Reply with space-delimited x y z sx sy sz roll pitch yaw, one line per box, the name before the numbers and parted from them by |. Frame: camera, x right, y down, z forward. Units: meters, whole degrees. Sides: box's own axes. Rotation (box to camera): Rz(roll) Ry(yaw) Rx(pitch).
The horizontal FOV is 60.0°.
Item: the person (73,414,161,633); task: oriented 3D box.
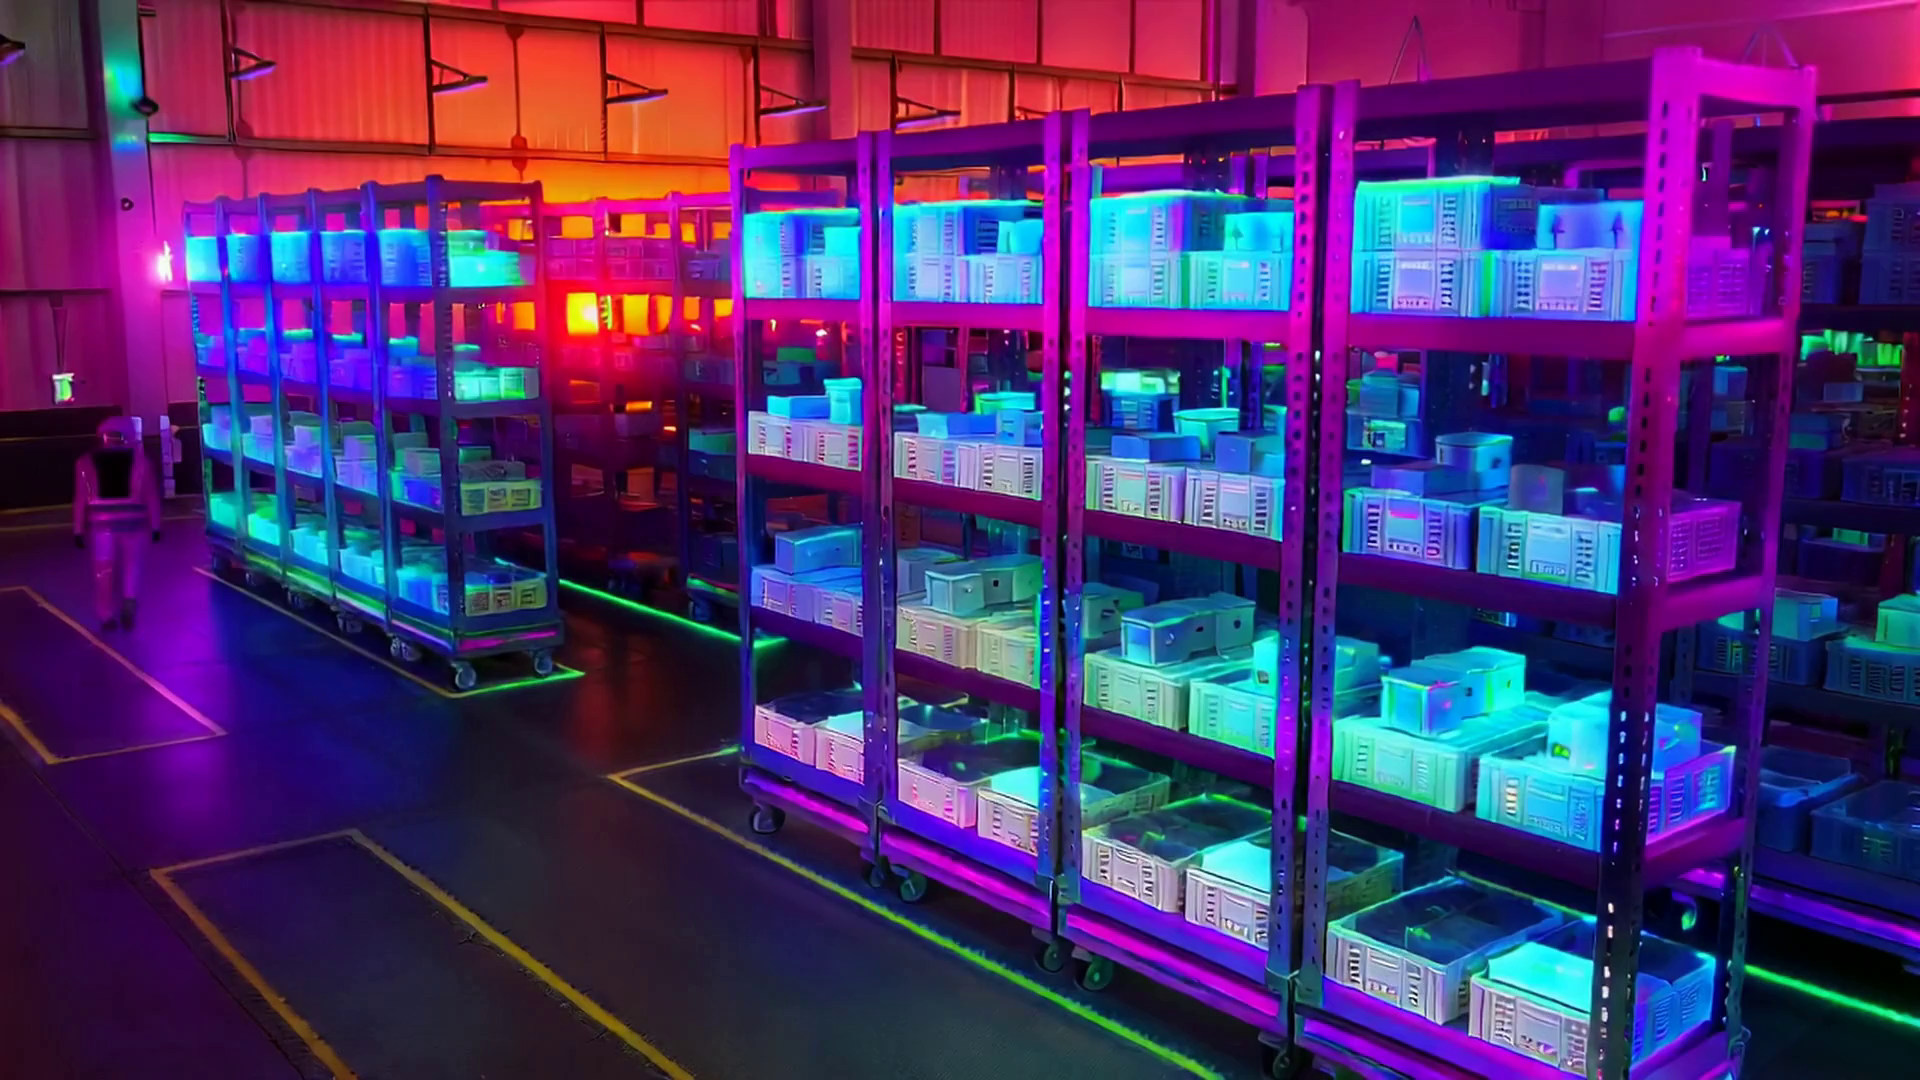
person | -6.866 -0.122 13.544 0.636 1.803 0.559 -4 10 -22
